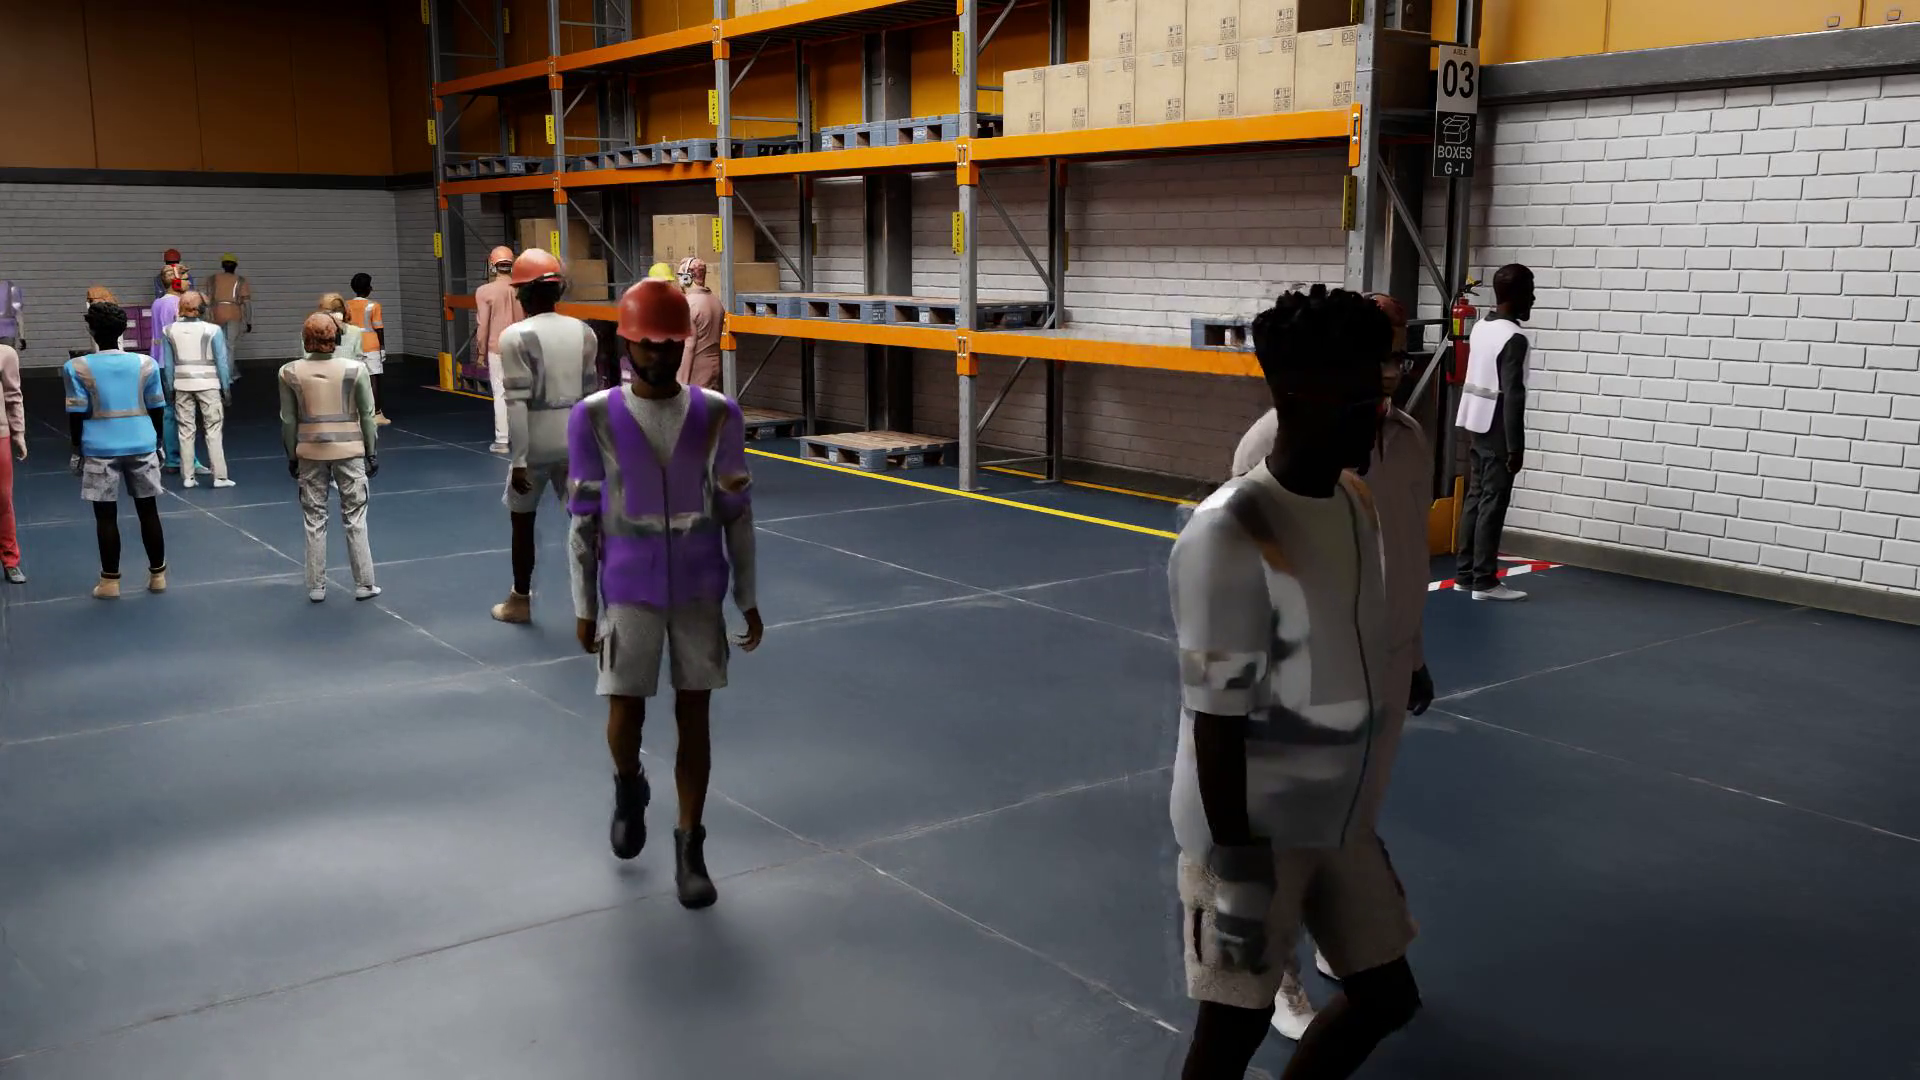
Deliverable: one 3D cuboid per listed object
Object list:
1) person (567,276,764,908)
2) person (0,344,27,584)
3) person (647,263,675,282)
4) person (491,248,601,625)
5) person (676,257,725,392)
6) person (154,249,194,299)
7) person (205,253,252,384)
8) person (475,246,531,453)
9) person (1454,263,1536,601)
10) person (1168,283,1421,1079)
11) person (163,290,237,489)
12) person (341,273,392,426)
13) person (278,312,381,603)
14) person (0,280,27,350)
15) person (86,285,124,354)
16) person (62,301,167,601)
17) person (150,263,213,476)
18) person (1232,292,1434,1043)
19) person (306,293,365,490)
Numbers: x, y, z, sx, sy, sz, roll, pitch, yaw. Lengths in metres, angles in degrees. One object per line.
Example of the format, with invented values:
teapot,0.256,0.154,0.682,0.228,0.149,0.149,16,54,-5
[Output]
person,-0.916,0.151,5.172,0.568,1.924,0.555,-3,11,-17
person,-5.791,-0.595,9.793,0.523,1.769,0.314,-7,12,-33
person,-2.965,-1.827,16.509,0.404,1.830,0.599,5,11,24
person,-2.068,-0.501,8.621,1.008,2.006,0.623,8,13,36
person,-2.152,-1.325,13.489,0.410,1.909,0.643,3,11,16
person,-11.529,-3.310,24.507,0.545,1.943,0.347,-2,10,-14
person,-10.574,-3.206,24.122,0.607,1.862,0.889,-1,10,-3
person,-4.403,-1.847,16.165,0.623,1.992,0.395,-8,13,-36
person,3.037,-0.602,9.443,0.394,1.913,0.592,0,10,-2
person,0.608,0.508,3.092,0.451,1.949,0.626,9,14,42
person,-6.281,-1.228,13.719,0.535,1.632,0.313,0,10,2
person,-6.606,-2.108,18.459,0.541,1.695,0.316,3,11,15
person,-3.543,-0.458,9.378,0.516,1.640,0.308,-2,10,-11
person,-11.441,-2.449,19.777,0.595,1.913,0.471,-5,11,-26
person,-7.973,-1.561,15.572,0.507,1.631,0.266,10,14,43
person,-4.801,-0.506,9.486,0.541,1.696,0.315,-10,14,-44
person,-6.816,-1.473,14.478,0.563,1.848,0.390,9,13,40
person,0.998,0.319,4.298,0.639,1.902,0.407,-7,12,-35
person,-5.056,-1.196,13.554,0.458,1.614,0.531,9,14,42
